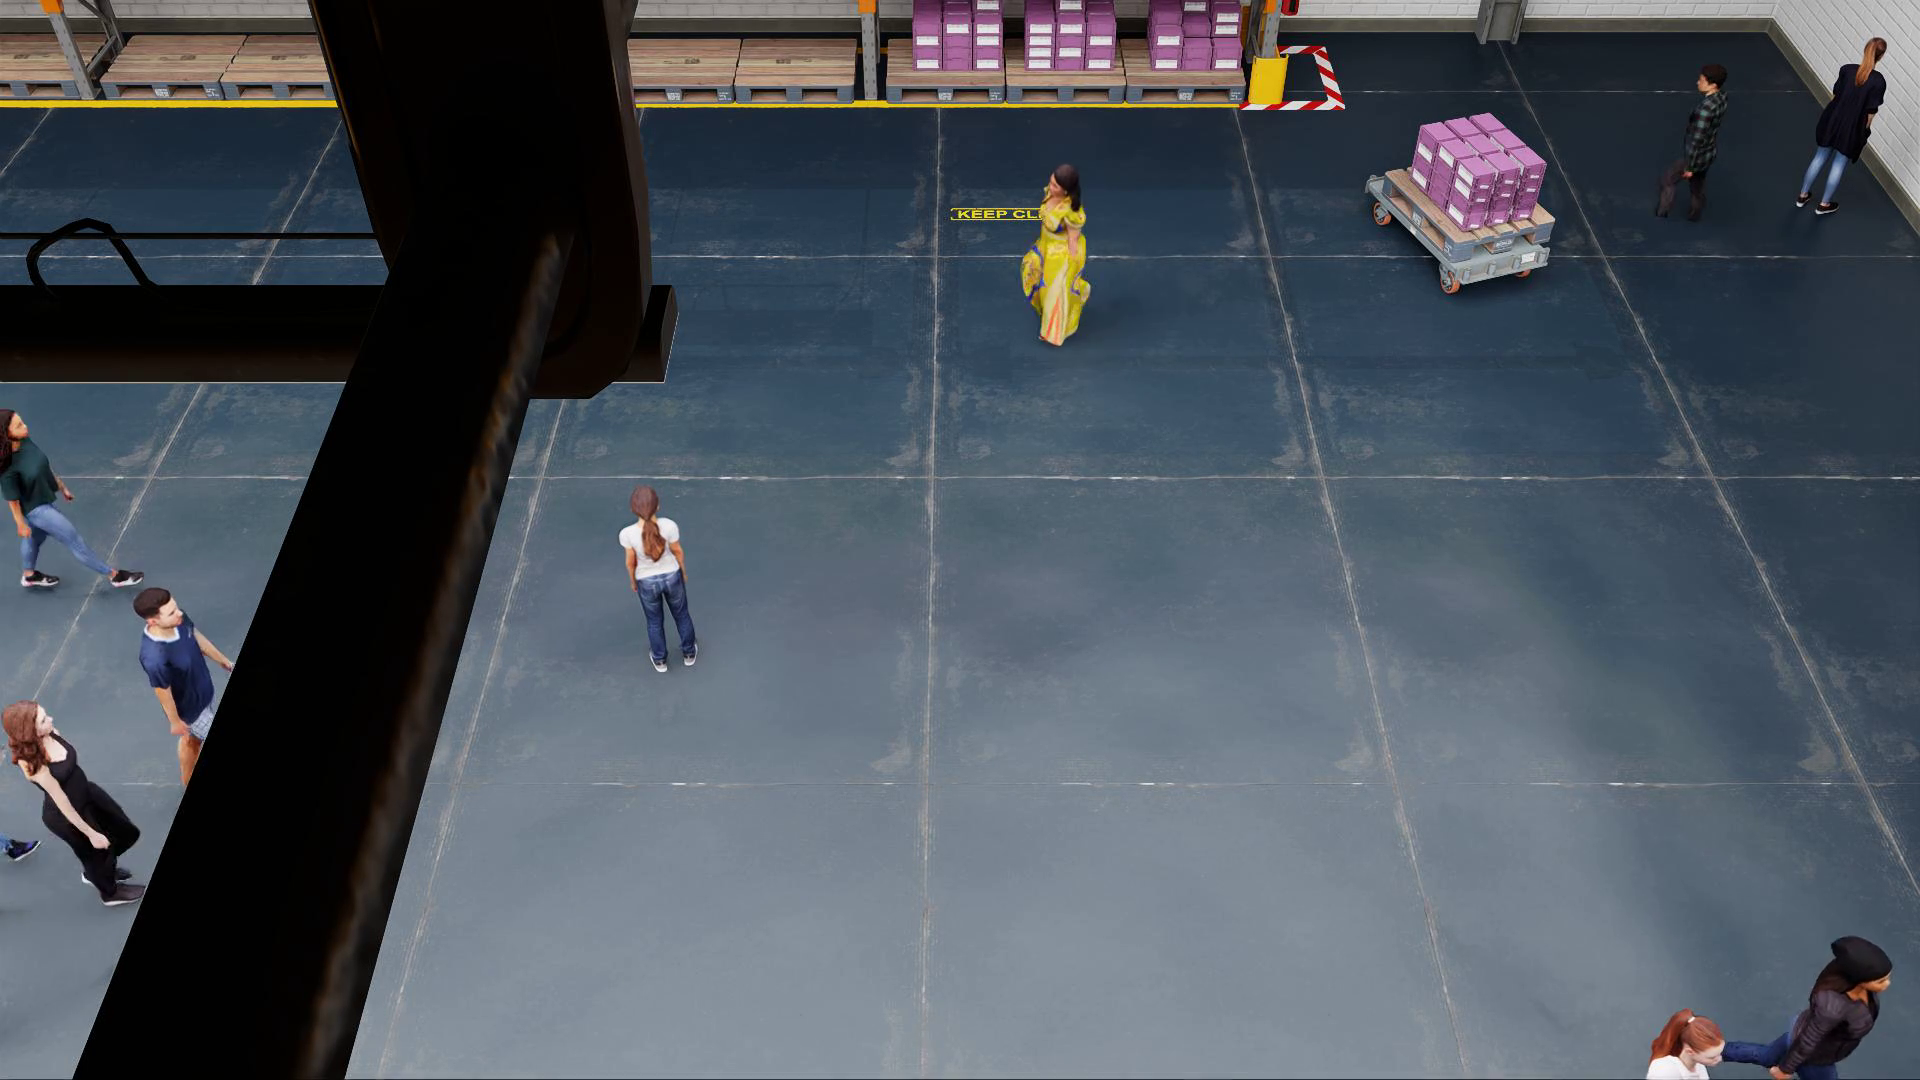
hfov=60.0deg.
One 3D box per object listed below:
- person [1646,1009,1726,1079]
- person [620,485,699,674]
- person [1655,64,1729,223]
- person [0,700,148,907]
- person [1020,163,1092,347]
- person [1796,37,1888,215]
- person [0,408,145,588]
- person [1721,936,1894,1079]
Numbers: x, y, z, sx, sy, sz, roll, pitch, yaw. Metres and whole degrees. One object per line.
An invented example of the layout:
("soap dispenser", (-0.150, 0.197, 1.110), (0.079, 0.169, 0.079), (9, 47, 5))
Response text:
("person", (3.330, 2.804, 8.061), (0.692, 1.739, 0.652), (27, 50, 25))
("person", (-1.967, 0.245, 10.875), (0.531, 1.563, 0.646), (-10, 45, -10))
("person", (6.688, -3.441, 14.918), (0.906, 1.693, 0.943), (-30, 51, -28))
("person", (-5.101, 1.542, 9.391), (0.717, 1.732, 0.639), (-8, 44, -9))
("person", (0.891, -2.367, 13.559), (1.027, 1.644, 0.916), (-17, 46, -17))
("person", (7.956, -3.728, 14.957), (0.754, 1.686, 0.719), (-28, 50, -26))
("person", (-6.377, -0.222, 11.364), (1.119, 1.565, 0.676), (-5, 44, -5))
("person", (4.205, 2.502, 8.400), (1.215, 1.710, 1.105), (30, 51, 28))
